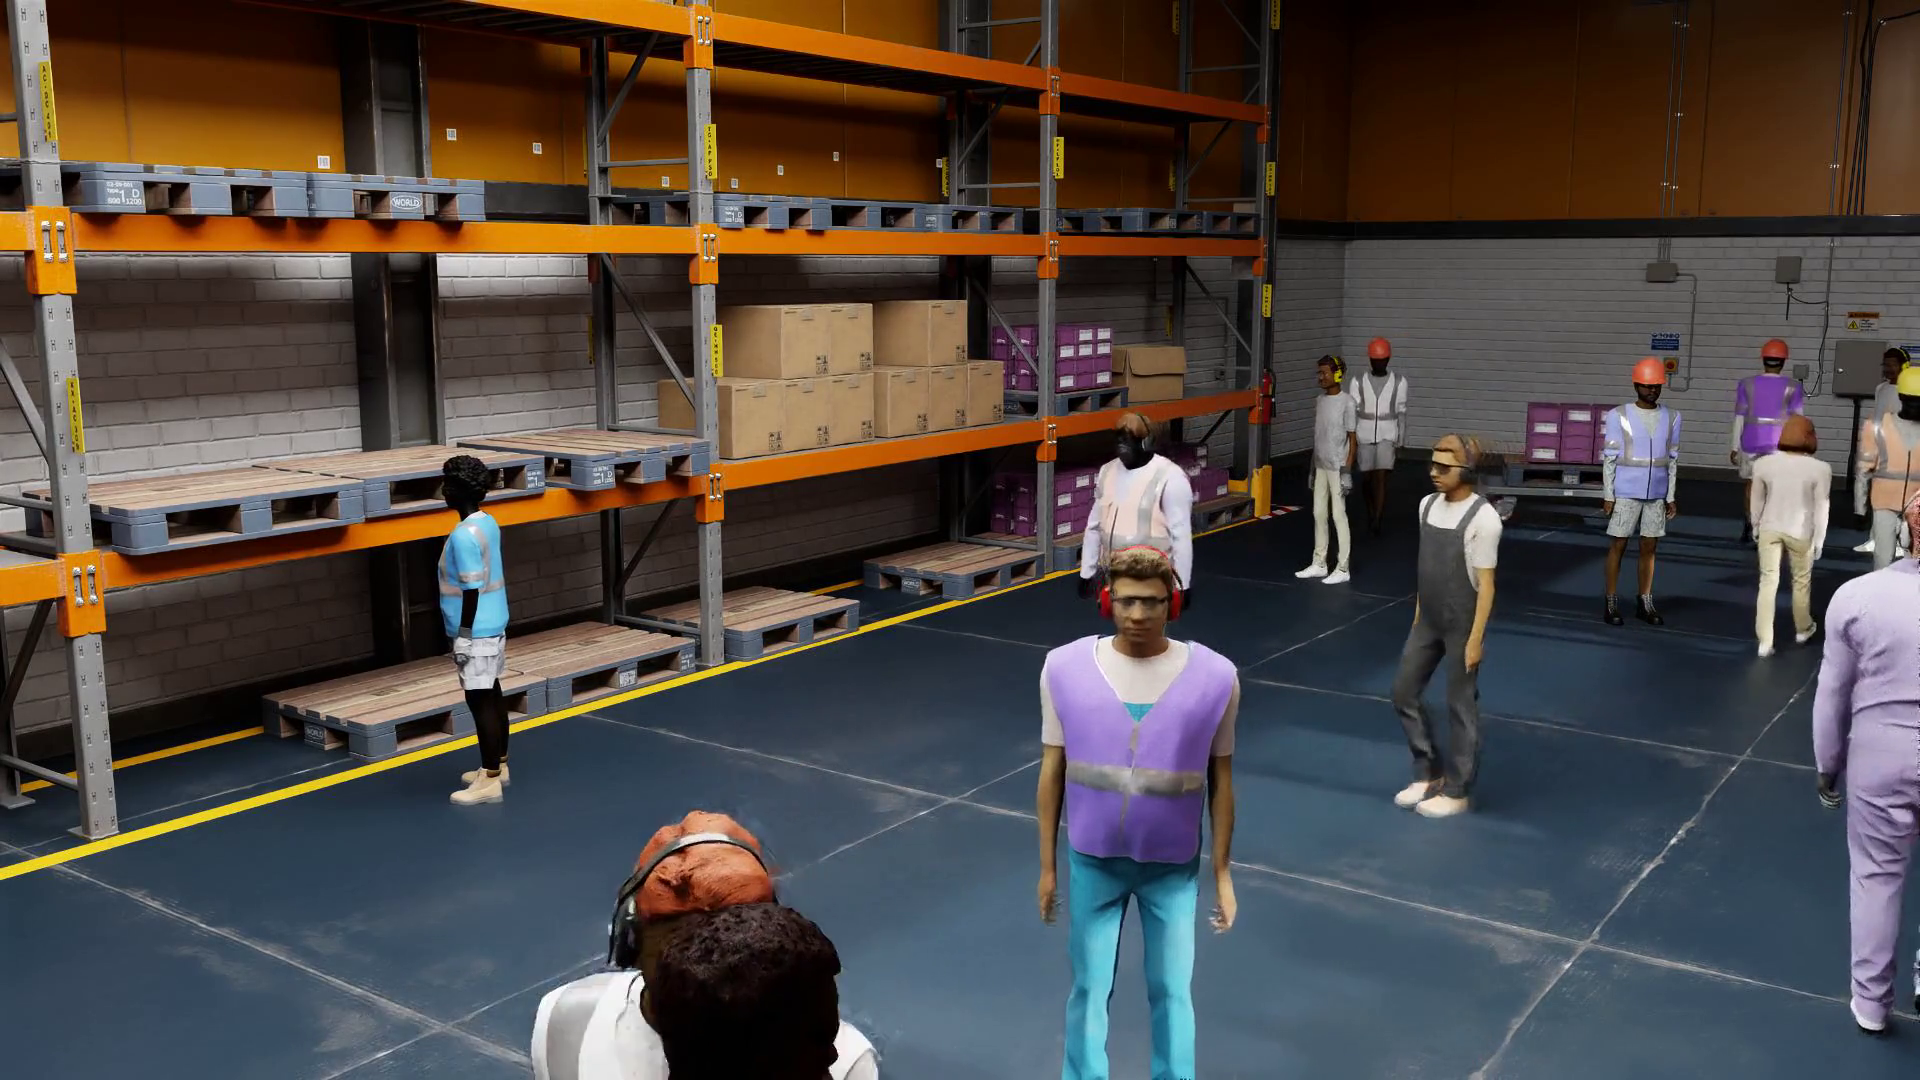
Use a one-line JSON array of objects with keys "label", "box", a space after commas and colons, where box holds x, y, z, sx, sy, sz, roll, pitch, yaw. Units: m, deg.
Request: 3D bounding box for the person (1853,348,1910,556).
[{"label": "person", "box": [8.282, -0.777, 14.828, 0.316, 1.854, 0.508, -2, 10, -14]}]

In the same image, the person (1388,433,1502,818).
[{"label": "person", "box": [2.240, 0.415, 7.778, 0.483, 1.832, 0.539, -5, 11, -27]}]

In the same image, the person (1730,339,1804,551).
[{"label": "person", "box": [7.407, -0.877, 15.244, 0.579, 1.904, 0.831, 5, 11, 29]}]

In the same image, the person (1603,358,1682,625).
[{"label": "person", "box": [4.912, -0.344, 11.992, 0.546, 1.938, 0.361, 0, 10, -1]}]

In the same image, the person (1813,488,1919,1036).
[{"label": "person", "box": [3.236, 0.752, 5.608, 0.675, 1.890, 0.426, 5, 11, 25]}]

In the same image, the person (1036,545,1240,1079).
[{"label": "person", "box": [0.507, 0.914, 4.776, 0.583, 1.842, 0.389, 1, 10, 7]}]

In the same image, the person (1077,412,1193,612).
[{"label": "person", "box": [0.869, 0.213, 9.062, 0.900, 1.803, 0.660, -7, 12, -38]}]

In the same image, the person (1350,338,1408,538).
[{"label": "person", "box": [4.029, -1.010, 16.088, 0.552, 1.908, 0.880, 3, 10, 18]}]

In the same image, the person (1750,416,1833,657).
[{"label": "person", "box": [5.567, -0.036, 11.171, 0.509, 1.587, 0.843, 8, 12, 39]}]

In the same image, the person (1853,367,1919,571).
[{"label": "person", "box": [6.505, -0.242, 11.482, 0.612, 1.905, 0.491, 5, 11, 26]}]

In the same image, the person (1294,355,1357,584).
[{"label": "person", "box": [3.036, -0.569, 13.581, 0.343, 1.861, 0.566, -5, 11, -26]}]

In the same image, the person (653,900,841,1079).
[{"label": "person", "box": [-0.207, 1.345, 2.105, 0.929, 1.873, 0.600, -7, 12, -34]}]

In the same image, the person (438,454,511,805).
[{"label": "person", "box": [-2.363, 0.432, 8.090, 0.315, 1.695, 0.541, -1, 10, -5]}]

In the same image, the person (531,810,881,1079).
[{"label": "person", "box": [-0.404, 1.304, 2.458, 0.591, 1.839, 0.872, 2, 10, 14]}]
